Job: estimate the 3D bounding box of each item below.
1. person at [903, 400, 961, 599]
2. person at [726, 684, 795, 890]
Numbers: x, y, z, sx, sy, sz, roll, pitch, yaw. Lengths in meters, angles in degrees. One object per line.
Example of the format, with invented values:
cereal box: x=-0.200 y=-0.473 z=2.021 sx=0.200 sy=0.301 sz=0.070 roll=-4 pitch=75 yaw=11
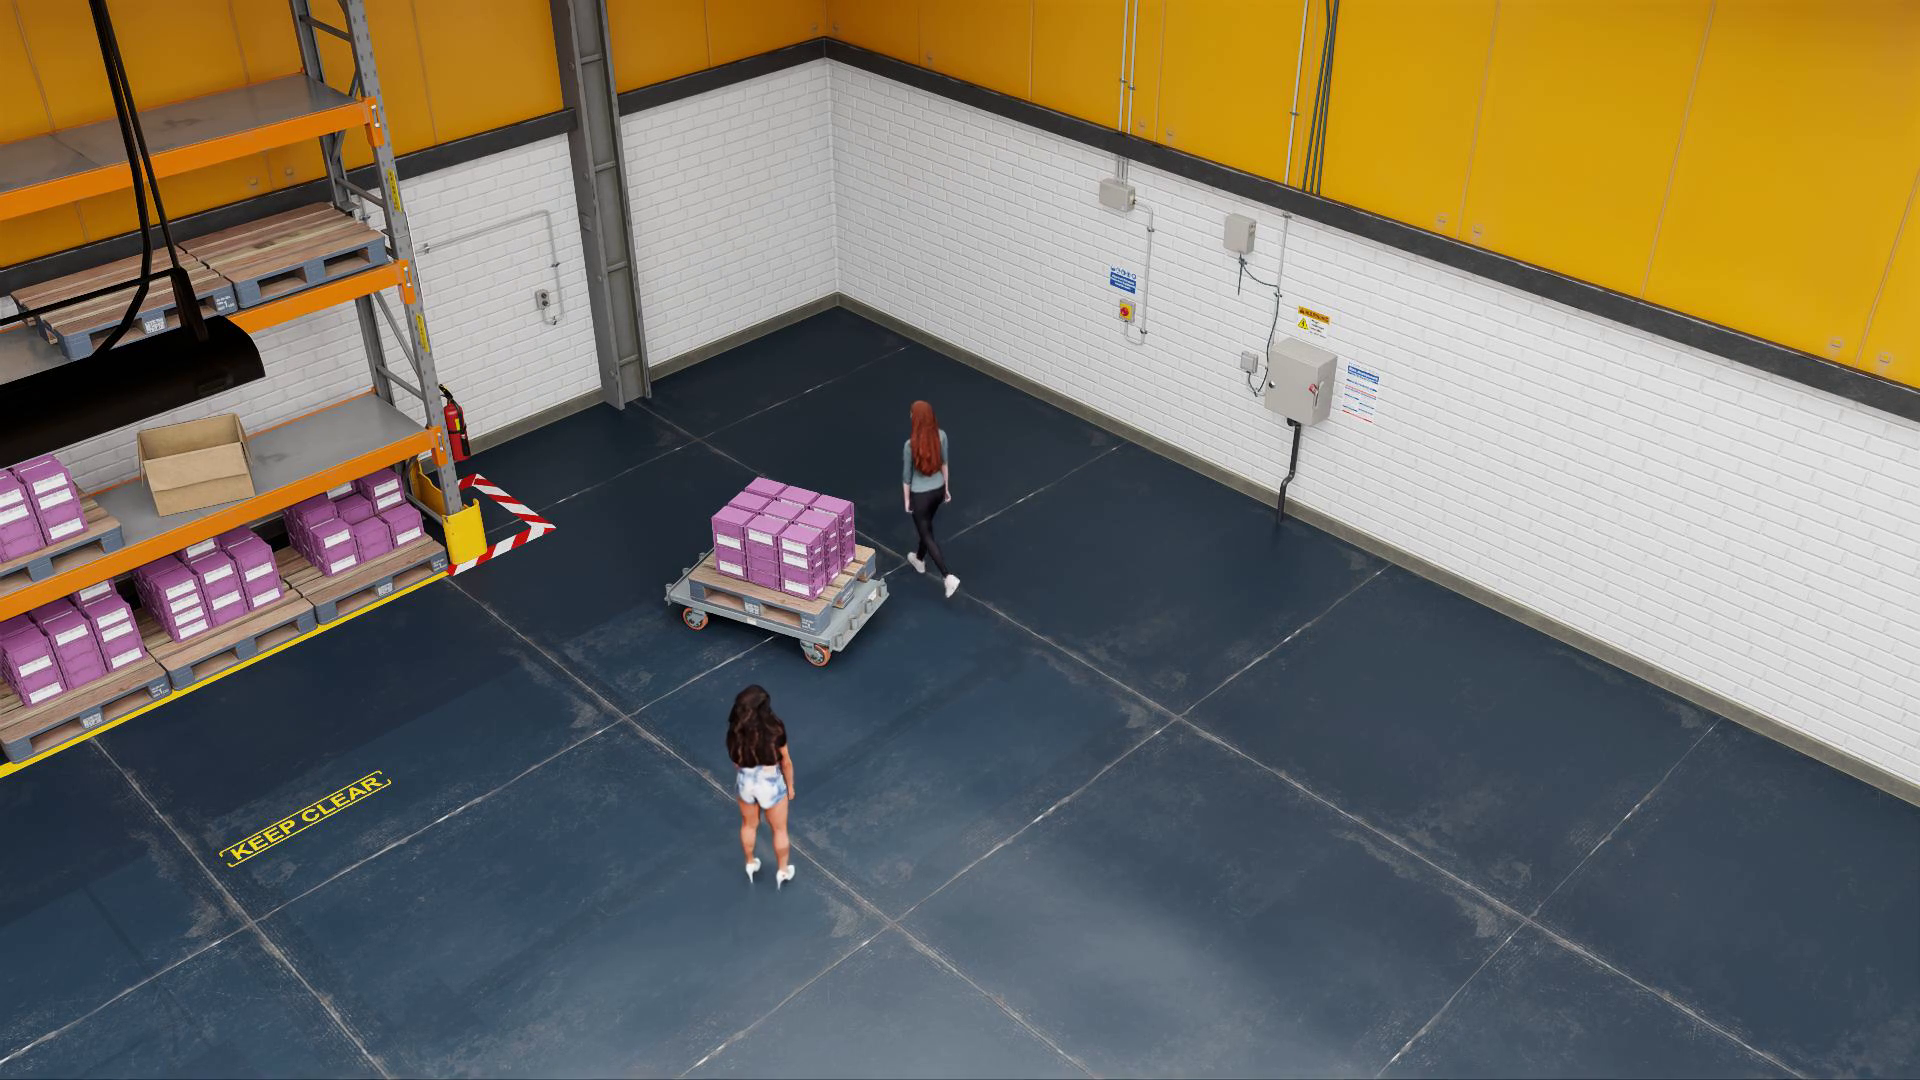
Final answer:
person: x=-0.236 y=-0.315 z=13.748 sx=1.107 sy=1.716 sz=0.827 roll=-19 pitch=38 yaw=-26
person: x=-1.305 y=1.632 z=10.905 sx=0.674 sy=1.620 sz=0.706 roll=8 pitch=35 yaw=12
